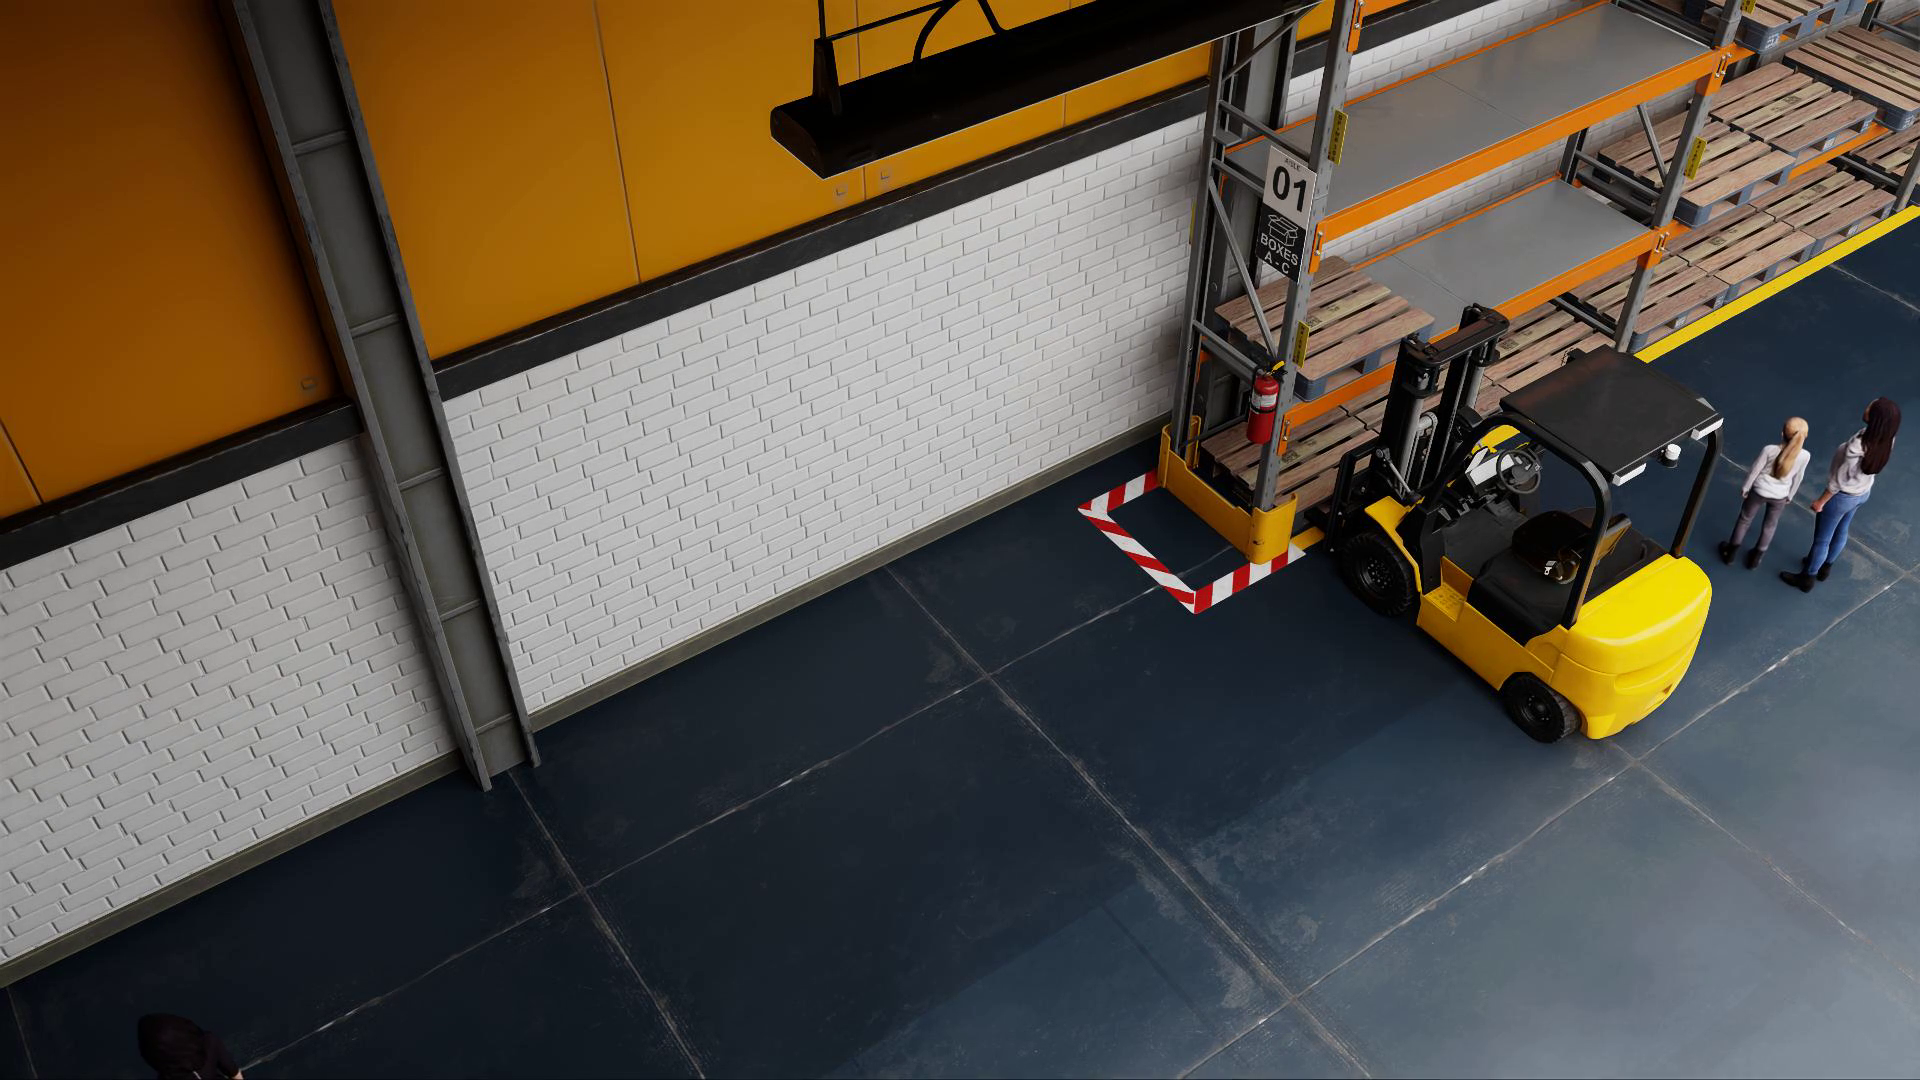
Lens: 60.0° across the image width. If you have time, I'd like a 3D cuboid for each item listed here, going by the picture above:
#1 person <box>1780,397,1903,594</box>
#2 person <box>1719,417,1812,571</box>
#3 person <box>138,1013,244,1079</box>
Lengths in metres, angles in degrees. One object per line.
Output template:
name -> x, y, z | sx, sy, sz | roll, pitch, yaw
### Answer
person -> 6.059, -0.309, 11.361 | 0.448, 1.633, 0.664 | -24, 49, -23
person -> 5.667, -0.328, 11.641 | 0.576, 1.274, 0.620 | 13, 45, 13
person -> -3.544, 2.815, 7.959 | 0.731, 1.803, 0.626 | 14, 45, 15
